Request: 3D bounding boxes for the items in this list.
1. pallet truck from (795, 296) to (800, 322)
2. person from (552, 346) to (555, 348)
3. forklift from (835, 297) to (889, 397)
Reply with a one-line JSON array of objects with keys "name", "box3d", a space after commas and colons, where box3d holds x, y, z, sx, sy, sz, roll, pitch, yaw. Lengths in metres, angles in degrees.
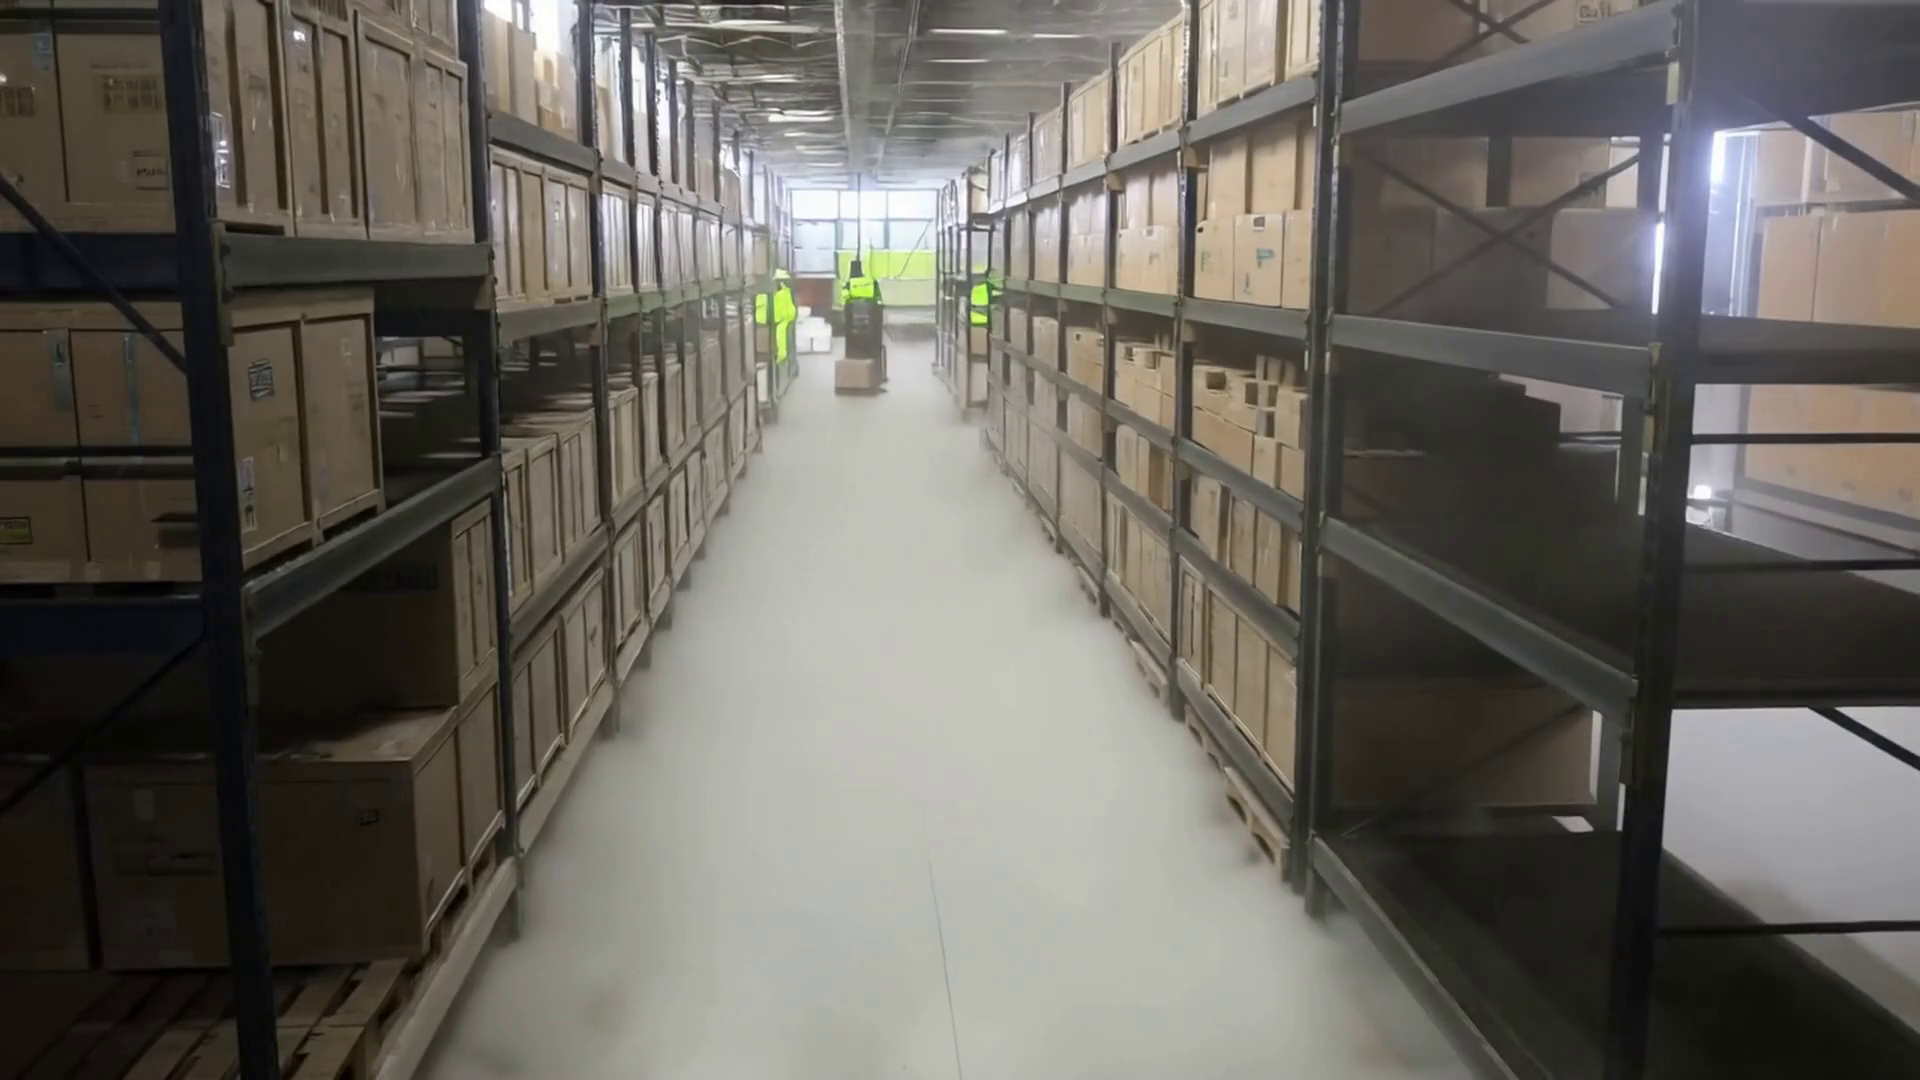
[{"name": "pallet truck", "box3d": [-8.622, -12.439, 91.403, 1.885, 1.965, 0.823, 2, 10, 13]}, {"name": "person", "box3d": [-10.535, -4.504, 44.041, 0.624, 2.000, 1.046, 0, 10, -1]}, {"name": "forklift", "box3d": [-2.837, -5.533, 47.519, 1.129, 2.768, 1.873, 2, 10, 13]}]
